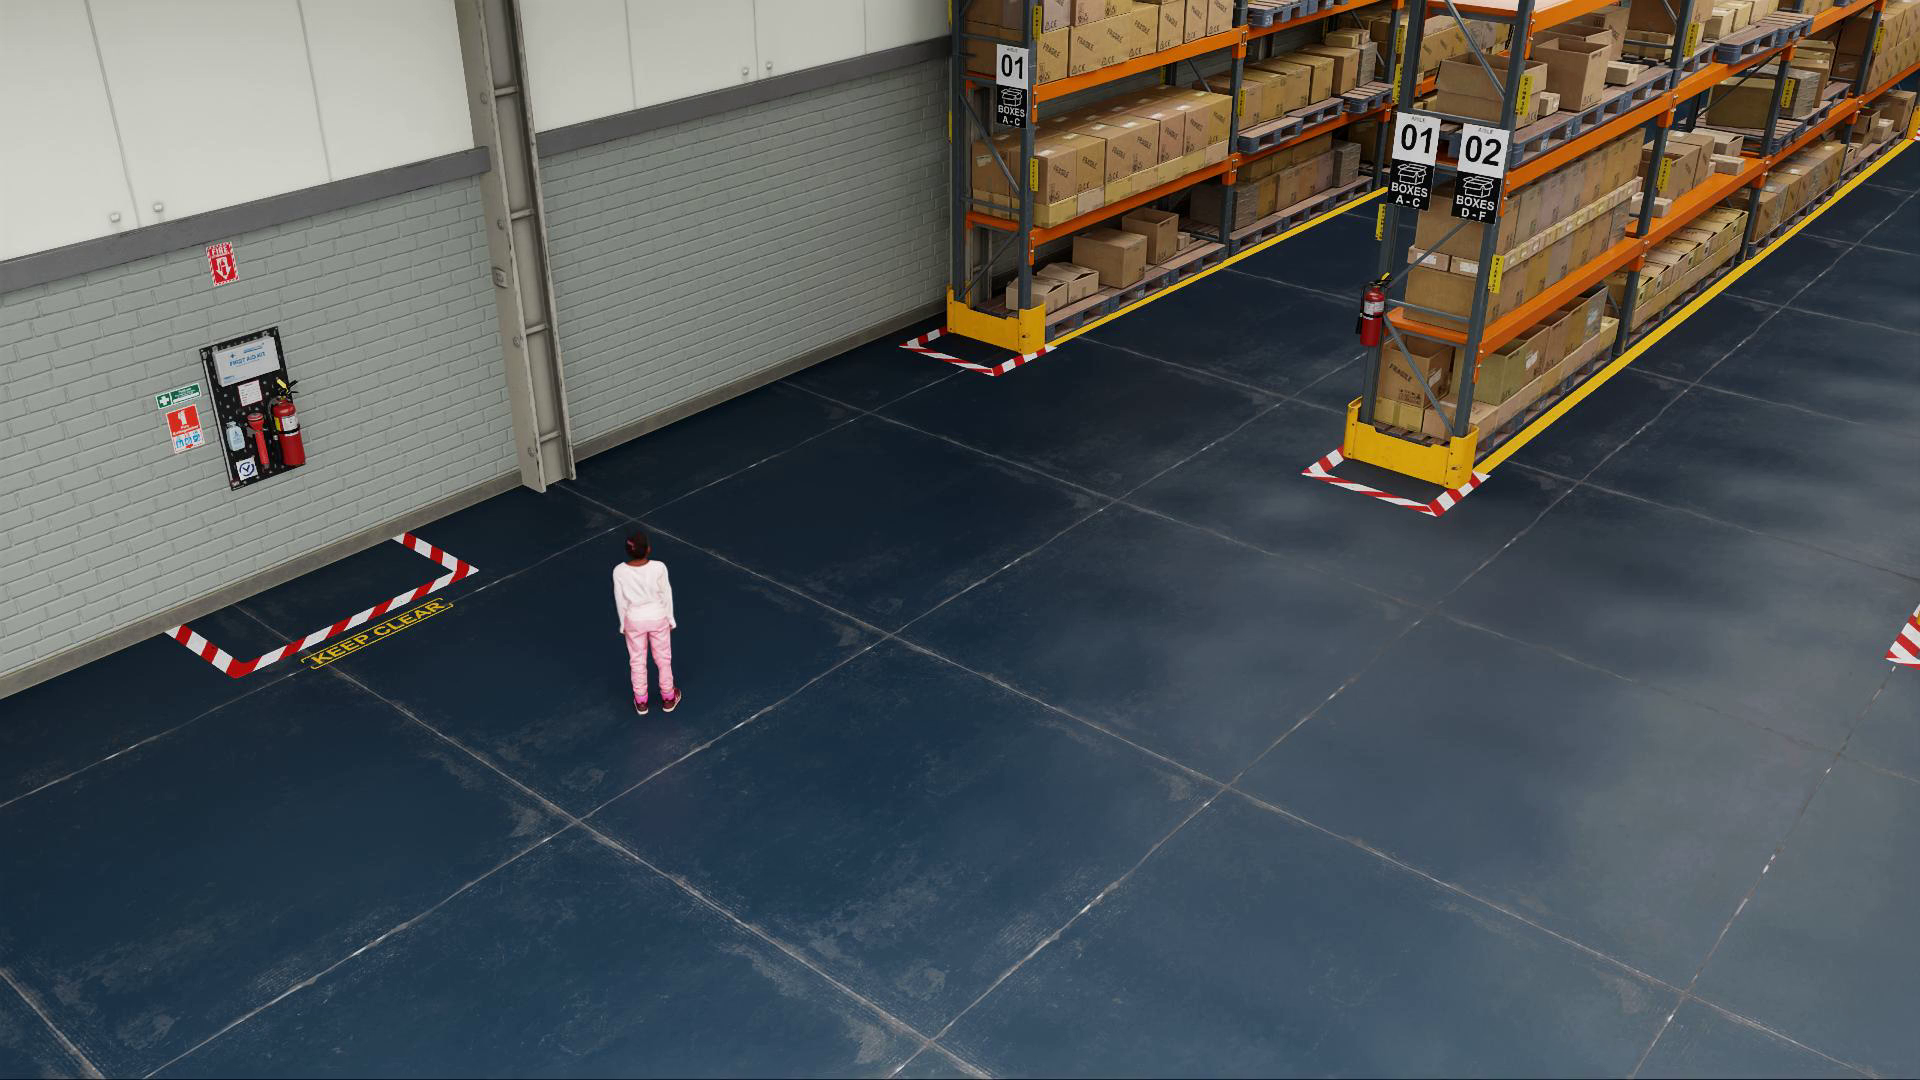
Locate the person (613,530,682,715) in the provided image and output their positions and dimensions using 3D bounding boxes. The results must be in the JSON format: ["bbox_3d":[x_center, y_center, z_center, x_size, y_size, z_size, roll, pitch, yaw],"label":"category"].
[{"bbox_3d":[-2.170,0.550,11.514,0.627,1.434,0.691,-3,28,-6],"label":"person"}]
